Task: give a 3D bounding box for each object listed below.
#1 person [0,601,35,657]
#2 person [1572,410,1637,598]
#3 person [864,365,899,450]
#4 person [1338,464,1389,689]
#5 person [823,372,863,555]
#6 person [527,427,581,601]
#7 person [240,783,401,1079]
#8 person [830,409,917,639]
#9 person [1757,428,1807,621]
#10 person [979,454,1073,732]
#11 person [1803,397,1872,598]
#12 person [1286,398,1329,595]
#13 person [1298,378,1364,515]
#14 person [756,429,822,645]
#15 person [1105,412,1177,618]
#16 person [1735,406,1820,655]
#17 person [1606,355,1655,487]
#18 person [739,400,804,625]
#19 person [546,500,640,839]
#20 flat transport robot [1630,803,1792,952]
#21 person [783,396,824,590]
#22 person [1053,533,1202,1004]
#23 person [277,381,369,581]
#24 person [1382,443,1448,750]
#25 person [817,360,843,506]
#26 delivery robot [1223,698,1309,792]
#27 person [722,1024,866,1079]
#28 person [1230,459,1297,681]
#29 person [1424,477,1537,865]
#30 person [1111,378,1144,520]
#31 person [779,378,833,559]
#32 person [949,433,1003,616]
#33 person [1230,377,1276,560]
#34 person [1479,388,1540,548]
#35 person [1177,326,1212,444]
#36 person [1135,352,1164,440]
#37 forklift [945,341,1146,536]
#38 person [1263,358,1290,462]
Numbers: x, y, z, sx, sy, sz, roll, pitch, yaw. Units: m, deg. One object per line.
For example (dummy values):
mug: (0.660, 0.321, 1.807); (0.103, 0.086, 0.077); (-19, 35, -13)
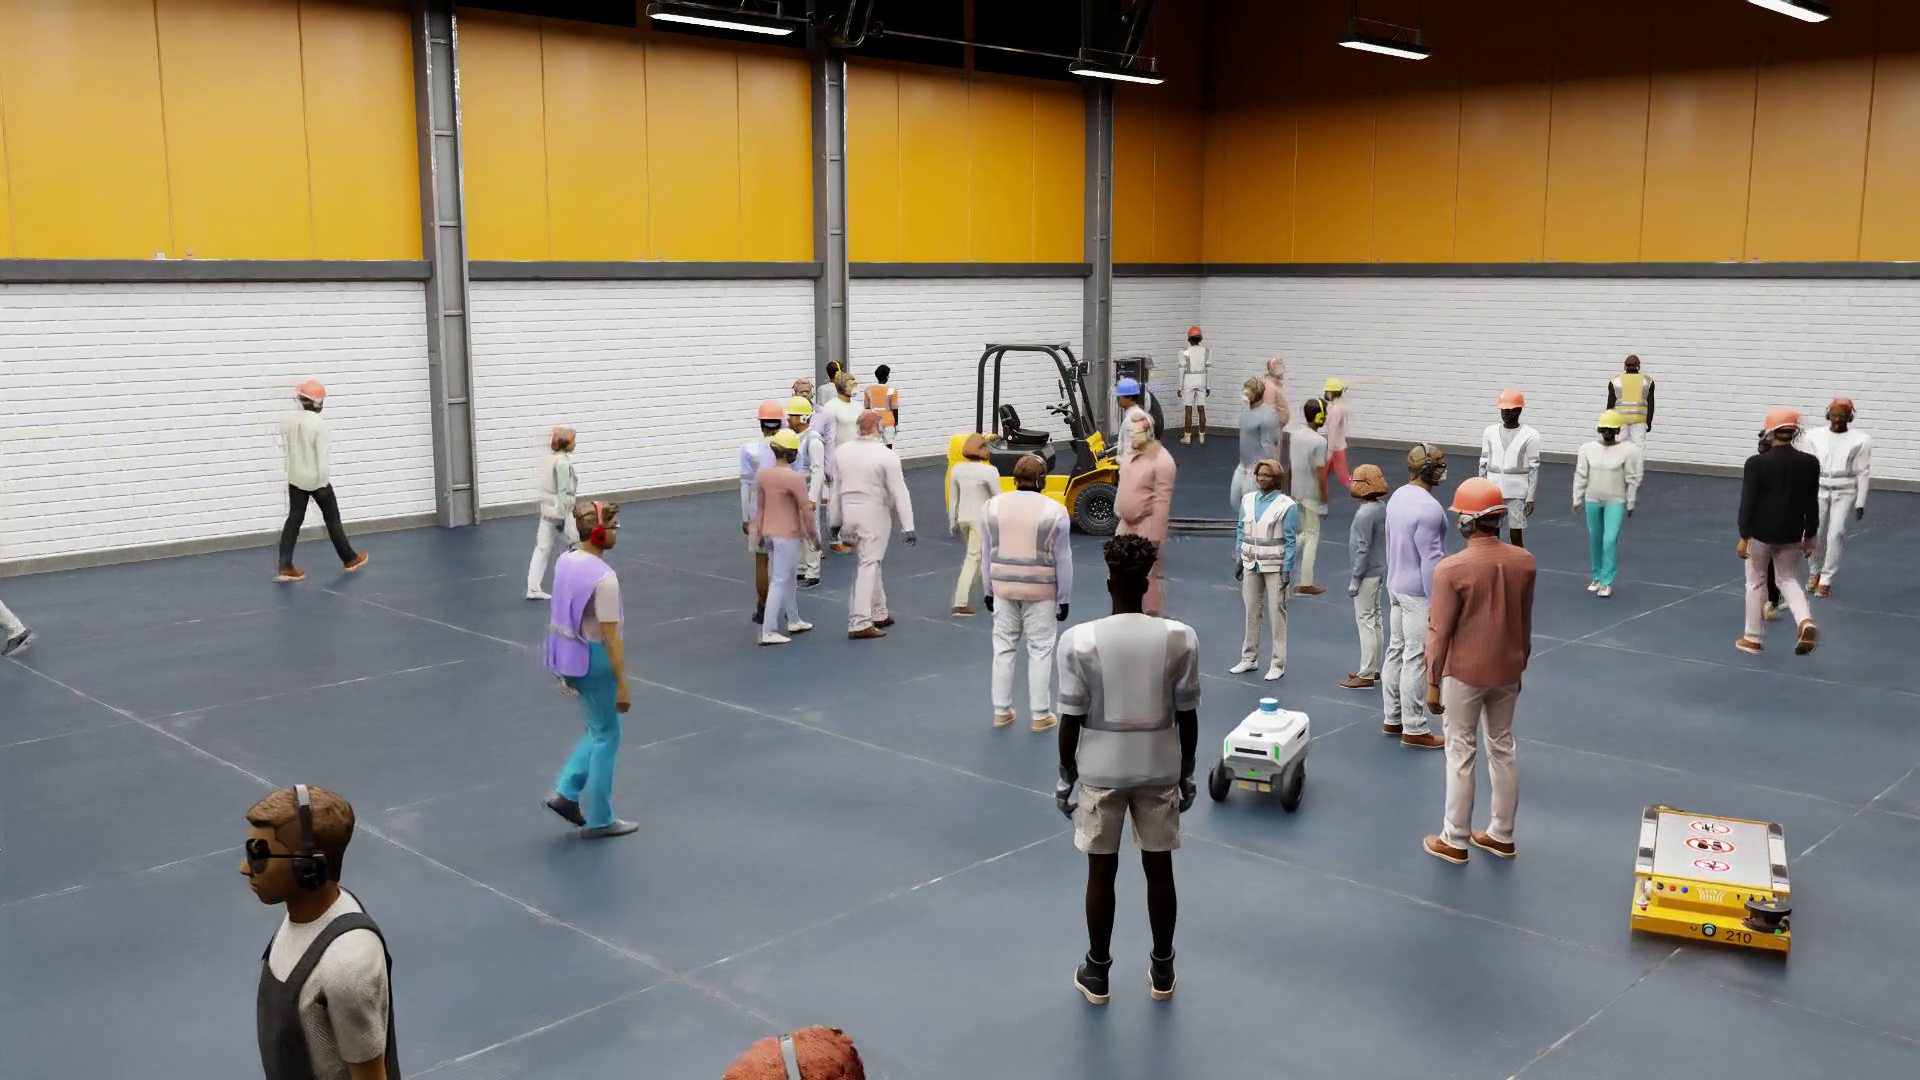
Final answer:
person: (-7.617, 0.077, 12.764); (0.624, 1.798, 0.880); (8, 12, 41)
person: (5.952, -0.336, 15.413); (0.521, 1.740, 0.807); (7, 12, 37)
person: (-1.098, -1.619, 23.423); (0.532, 1.690, 0.319); (3, 10, 18)
person: (2.936, 0.265, 12.049); (0.284, 1.633, 0.497); (5, 10, 28)
person: (-1.225, -0.825, 17.796); (0.372, 1.940, 0.631); (6, 11, 31)
person: (-3.614, -0.242, 15.269); (0.869, 1.583, 0.505); (-6, 11, -33)
person: (-1.511, 1.473, 3.989); (0.350, 1.847, 0.506); (-6, 11, -34)
person: (-0.679, -0.143, 13.814); (0.801, 1.861, 0.815); (7, 12, 36)
person: (7.063, -0.135, 14.336); (0.451, 1.673, 0.555); (1, 9, 9)
person: (0.442, 0.350, 10.930); (0.628, 1.836, 0.428); (3, 10, 20)
person: (8.027, -0.388, 15.320); (0.599, 1.866, 0.422); (7, 12, 37)
person: (3.183, -0.393, 15.395); (0.482, 1.852, 0.547); (-4, 10, -25)
person: (4.623, -1.112, 20.196); (0.892, 1.720, 0.548); (2, 9, 12)
person: (-1.372, -0.031, 13.559); (0.768, 1.739, 0.529); (-8, 12, -41)
person: (1.465, -0.098, 13.497); (0.489, 1.881, 0.662); (-5, 11, -29)
person: (6.378, -0.048, 12.933); (0.622, 1.978, 0.675); (-1, 9, -4)
person: (9.352, -1.659, 23.230); (0.622, 1.838, 0.429); (3, 10, 18)
person: (-1.613, -0.234, 14.234); (0.545, 1.926, 0.397); (-3, 10, -19)
person: (-1.930, 0.694, 8.811); (0.445, 1.826, 0.588); (-7, 11, -36)
flat transport robot: (3.634, 1.596, 8.053); (0.652, 0.197, 1.431); (4, 10, 24)
person: (-1.517, -0.451, 15.820); (0.403, 1.835, 0.586); (-5, 11, -30)
person: (0.688, 0.943, 6.867); (0.603, 1.967, 0.366); (-1, 9, -4)
person: (-6.357, -0.590, 16.356); (0.612, 1.940, 1.024); (4, 10, 24)
person: (2.908, 0.351, 10.586); (0.371, 1.941, 0.627); (-1, 9, -8)
person: (-1.611, -1.357, 21.269); (0.518, 1.870, 0.323); (8, 12, 40)
delivery robot: (1.772, 1.157, 9.585); (0.477, 0.478, 0.707); (4, 10, 25)
person: (-0.165, 1.680, 2.672); (0.374, 1.865, 0.674); (-8, 12, -42)
person: (2.264, 0.212, 12.341); (0.307, 1.645, 0.513); (-9, 13, -43)
person: (2.634, 0.671, 8.493); (0.617, 1.990, 0.399); (-3, 10, -20)
person: (1.784, -0.699, 17.054); (0.497, 1.935, 0.626); (2, 9, 12)
person: (-1.632, -0.735, 17.335); (0.637, 1.911, 0.403); (-3, 10, -20)
person: (0.182, -0.147, 14.703); (0.516, 1.593, 0.859); (8, 12, 41)
person: (3.090, -0.739, 17.308); (0.494, 1.925, 0.657); (-2, 10, -15)
person: (5.060, -0.435, 15.403); (0.543, 1.940, 0.361); (7, 11, 35)
person: (4.058, -2.682, 28.849); (0.607, 2.048, 0.369); (-2, 9, -12)
person: (2.161, -1.332, 20.591); (0.728, 2.000, 0.696); (1, 9, 3)
forklift: (0.977, -1.223, 19.452); (2.313, 2.155, 1.214); (2, 9, 11)
person: (4.125, -1.441, 21.811); (0.403, 1.879, 0.773); (2, 10, 14)
